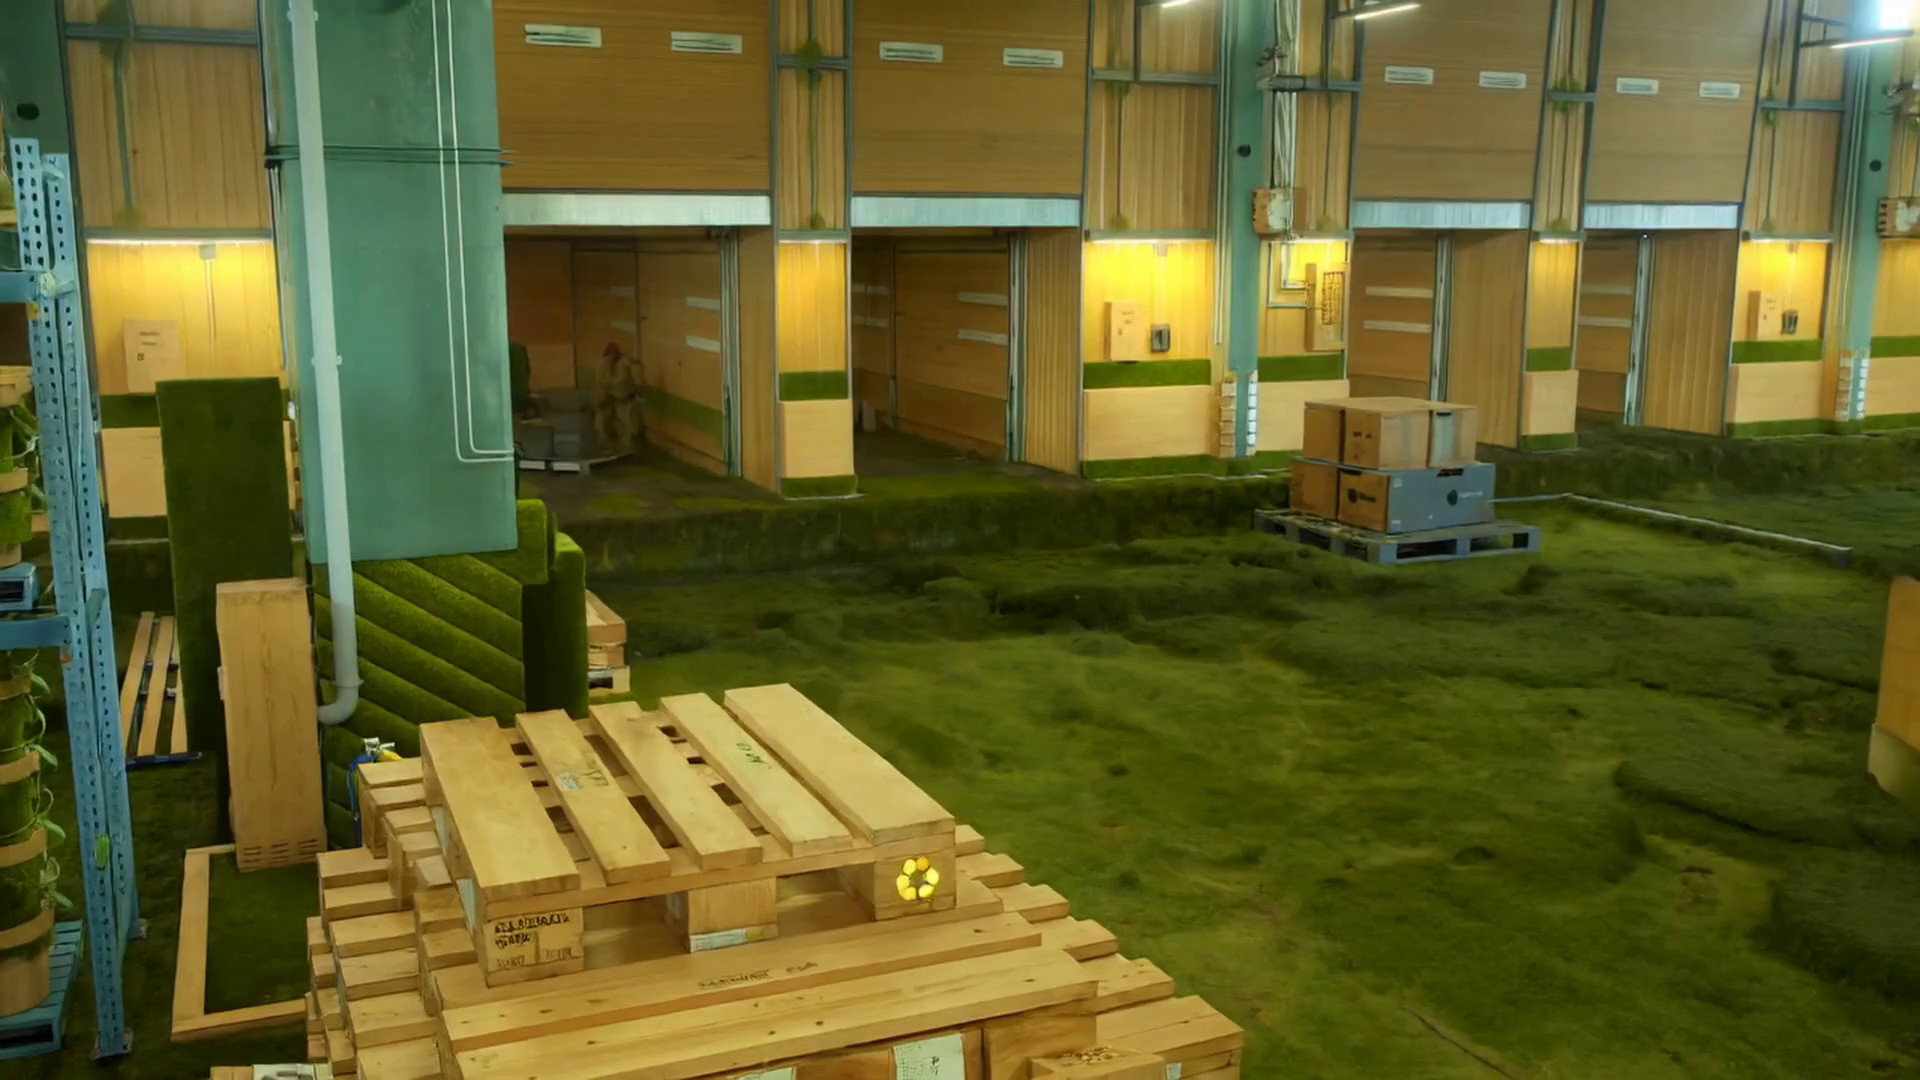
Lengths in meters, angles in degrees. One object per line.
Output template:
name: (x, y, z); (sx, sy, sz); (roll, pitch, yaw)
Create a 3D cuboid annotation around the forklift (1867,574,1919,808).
forklift: (5.046, -0.008, 7.229); (1.129, 2.768, 1.873); (0, 10, 1)
